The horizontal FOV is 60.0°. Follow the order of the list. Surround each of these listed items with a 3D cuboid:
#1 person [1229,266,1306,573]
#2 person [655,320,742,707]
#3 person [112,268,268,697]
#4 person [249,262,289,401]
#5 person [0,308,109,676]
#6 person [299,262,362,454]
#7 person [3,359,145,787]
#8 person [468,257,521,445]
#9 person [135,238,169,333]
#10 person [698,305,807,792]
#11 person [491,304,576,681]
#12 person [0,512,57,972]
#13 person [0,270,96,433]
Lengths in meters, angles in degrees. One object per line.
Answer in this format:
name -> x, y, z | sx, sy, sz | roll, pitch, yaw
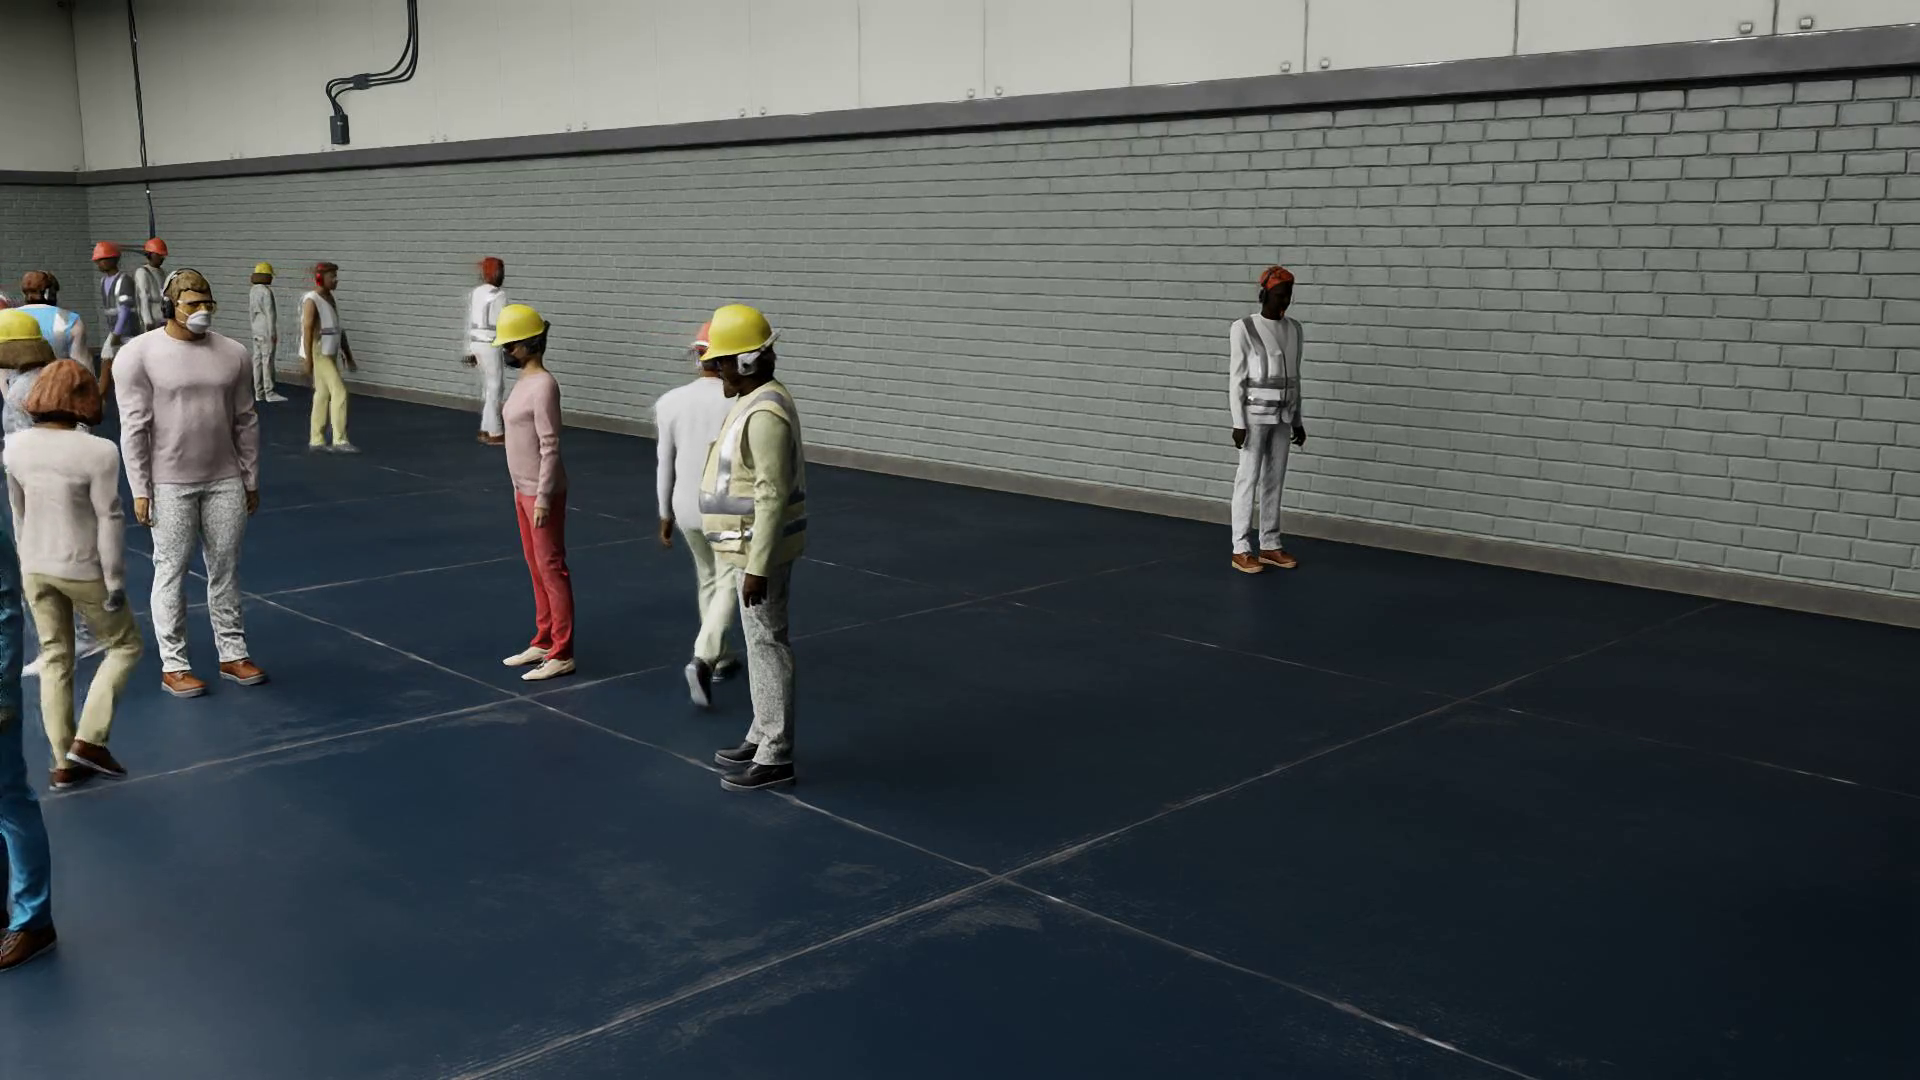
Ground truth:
person -> 1.914, -0.746, 10.333 | 0.573, 1.887, 0.356 | -7, 12, -33
person -> -1.118, -0.140, 7.494 | 0.564, 1.721, 0.805 | 3, 11, 14
person -> -3.475, -0.260, 7.568 | 0.374, 1.933, 0.625 | 8, 13, 38
person -> -8.725, -2.613, 20.919 | 0.487, 1.737, 0.321 | 9, 14, 40
person -> -4.377, -0.222, 7.902 | 0.344, 1.750, 0.501 | -2, 11, -13
person -> -5.942, -1.723, 15.826 | 0.704, 1.819, 0.588 | 0, 10, -2
person -> -3.336, 0.133, 6.270 | 0.515, 1.622, 0.341 | 2, 11, 10
person -> -4.621, -1.873, 16.547 | 0.460, 1.871, 0.574 | -8, 13, -37
person -> -10.213, -2.818, 21.224 | 0.394, 2.037, 0.605 | 0, 10, 1
person -> -0.779, 0.032, 6.269 | 0.403, 1.822, 0.588 | -2, 11, -9
person -> -2.010, -0.222, 7.825 | 0.320, 1.762, 0.522 | -5, 12, -27
person -> -2.816, 0.413, 4.704 | 0.502, 1.632, 0.279 | 7, 12, 33
person -> -6.270, -0.932, 11.490 | 0.621, 1.837, 0.429 | -1, 10, -6
